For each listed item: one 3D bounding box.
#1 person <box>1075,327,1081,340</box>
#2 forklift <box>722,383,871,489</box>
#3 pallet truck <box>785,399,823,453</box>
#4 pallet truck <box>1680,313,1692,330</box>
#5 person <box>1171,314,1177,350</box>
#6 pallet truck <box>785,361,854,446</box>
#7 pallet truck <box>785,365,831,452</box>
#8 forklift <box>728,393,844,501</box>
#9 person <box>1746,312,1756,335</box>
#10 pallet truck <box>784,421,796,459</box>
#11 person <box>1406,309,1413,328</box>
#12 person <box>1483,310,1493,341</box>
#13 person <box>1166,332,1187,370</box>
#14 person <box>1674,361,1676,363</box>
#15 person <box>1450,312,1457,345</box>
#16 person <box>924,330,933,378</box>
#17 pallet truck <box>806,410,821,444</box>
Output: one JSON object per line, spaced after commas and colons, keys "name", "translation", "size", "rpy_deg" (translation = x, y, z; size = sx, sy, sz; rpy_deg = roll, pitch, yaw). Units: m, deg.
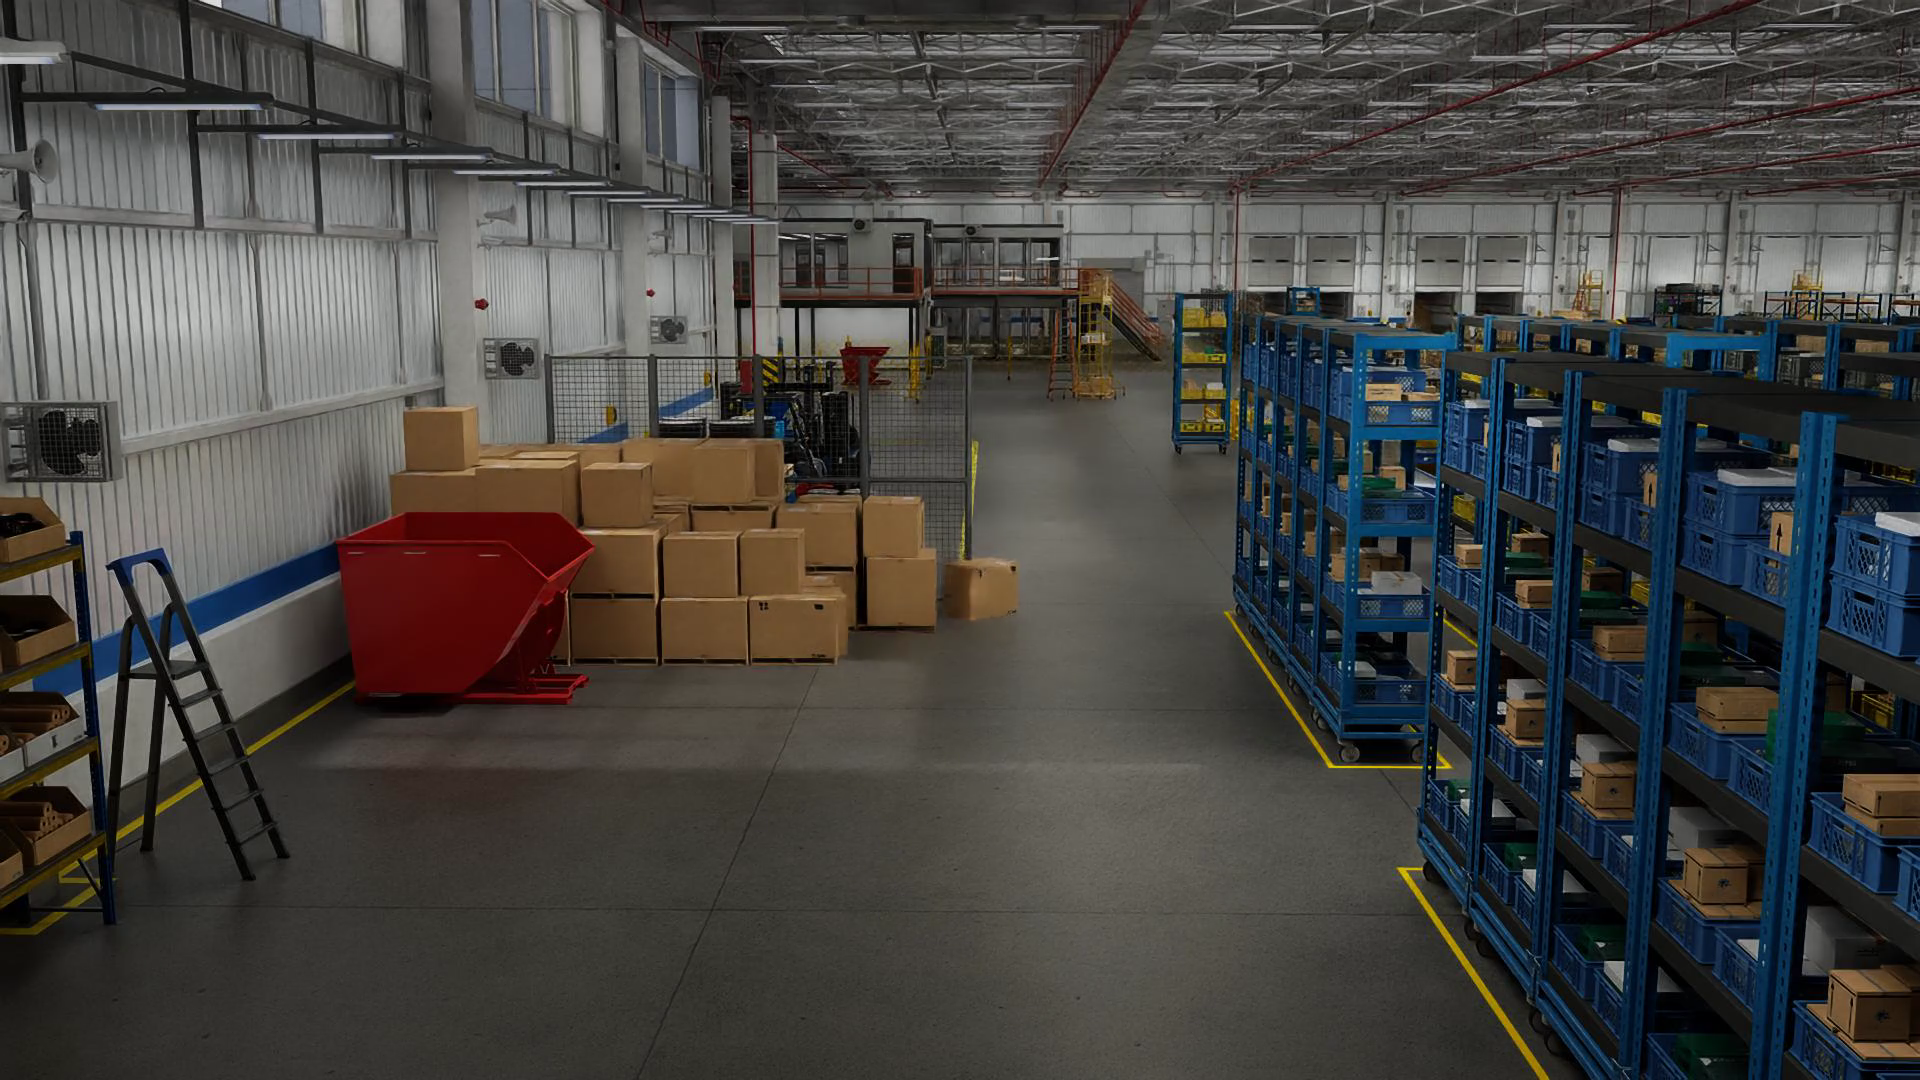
{"name": "person", "translation": [7.310, -12.665, 98.020], "size": [0.934, 1.805, 0.637], "rpy_deg": [0, 9, 3]}
{"name": "forklift", "translation": [-2.893, -1.687, 28.729], "size": [2.680, 1.987, 1.157], "rpy_deg": [0, 9, -1]}
{"name": "pallet truck", "translation": [-3.814, -2.432, 36.419], "size": [1.630, 1.274, 0.653], "rpy_deg": [0, 9, 1]}
{"name": "pallet truck", "translation": [36.315, -10.531, 84.244], "size": [0.823, 1.965, 1.885], "rpy_deg": [-6, 11, -33]}
{"name": "person", "translation": [11.040, -10.729, 85.806], "size": [0.337, 1.883, 0.584], "rpy_deg": [3, 10, 16]}
{"name": "pallet truck", "translation": [-3.410, -3.193, 38.978], "size": [1.885, 1.965, 0.823], "rpy_deg": [0, 9, -1]}
{"name": "pallet truck", "translation": [-3.774, -2.976, 37.635], "size": [1.885, 1.965, 0.823], "rpy_deg": [1, 9, 5]}
{"name": "forklift", "translation": [-2.979, -1.316, 26.476], "size": [2.680, 1.987, 1.157], "rpy_deg": [0, 9, 1]}
{"name": "person", "translation": [42.033, -11.143, 88.332], "size": [0.945, 1.882, 0.764], "rpy_deg": [-3, 10, -18]}
{"name": "pallet truck", "translation": [-4.013, -1.793, 32.705], "size": [1.601, 1.201, 0.680], "rpy_deg": [0, 9, 1]}
{"name": "person", "translation": [25.489, -12.157, 94.528], "size": [0.391, 1.918, 0.588], "rpy_deg": [9, 13, 44]}
{"name": "person", "translation": [30.794, -12.487, 96.880], "size": [0.527, 1.820, 0.623], "rpy_deg": [1, 9, 4]}
{"name": "person", "translation": [8.920, -7.900, 68.407], "size": [0.966, 1.873, 0.615], "rpy_deg": [4, 10, 21]}
{"name": "person", "translation": [17.009, -3.300, 39.530], "size": [0.404, 2.033, 0.608], "rpy_deg": [-1, 9, -7]}
{"name": "person", "translation": [27.084, -11.598, 91.272], "size": [0.602, 1.855, 0.516], "rpy_deg": [-2, 10, -14]}
{"name": "person", "translation": [-1.215, -7.153, 63.867], "size": [0.343, 1.847, 0.507], "rpy_deg": [3, 10, 21]}
{"name": "pallet truck", "translation": [-3.559, -2.018, 33.905], "size": [1.522, 1.261, 0.704], "rpy_deg": [0, 9, -1]}
